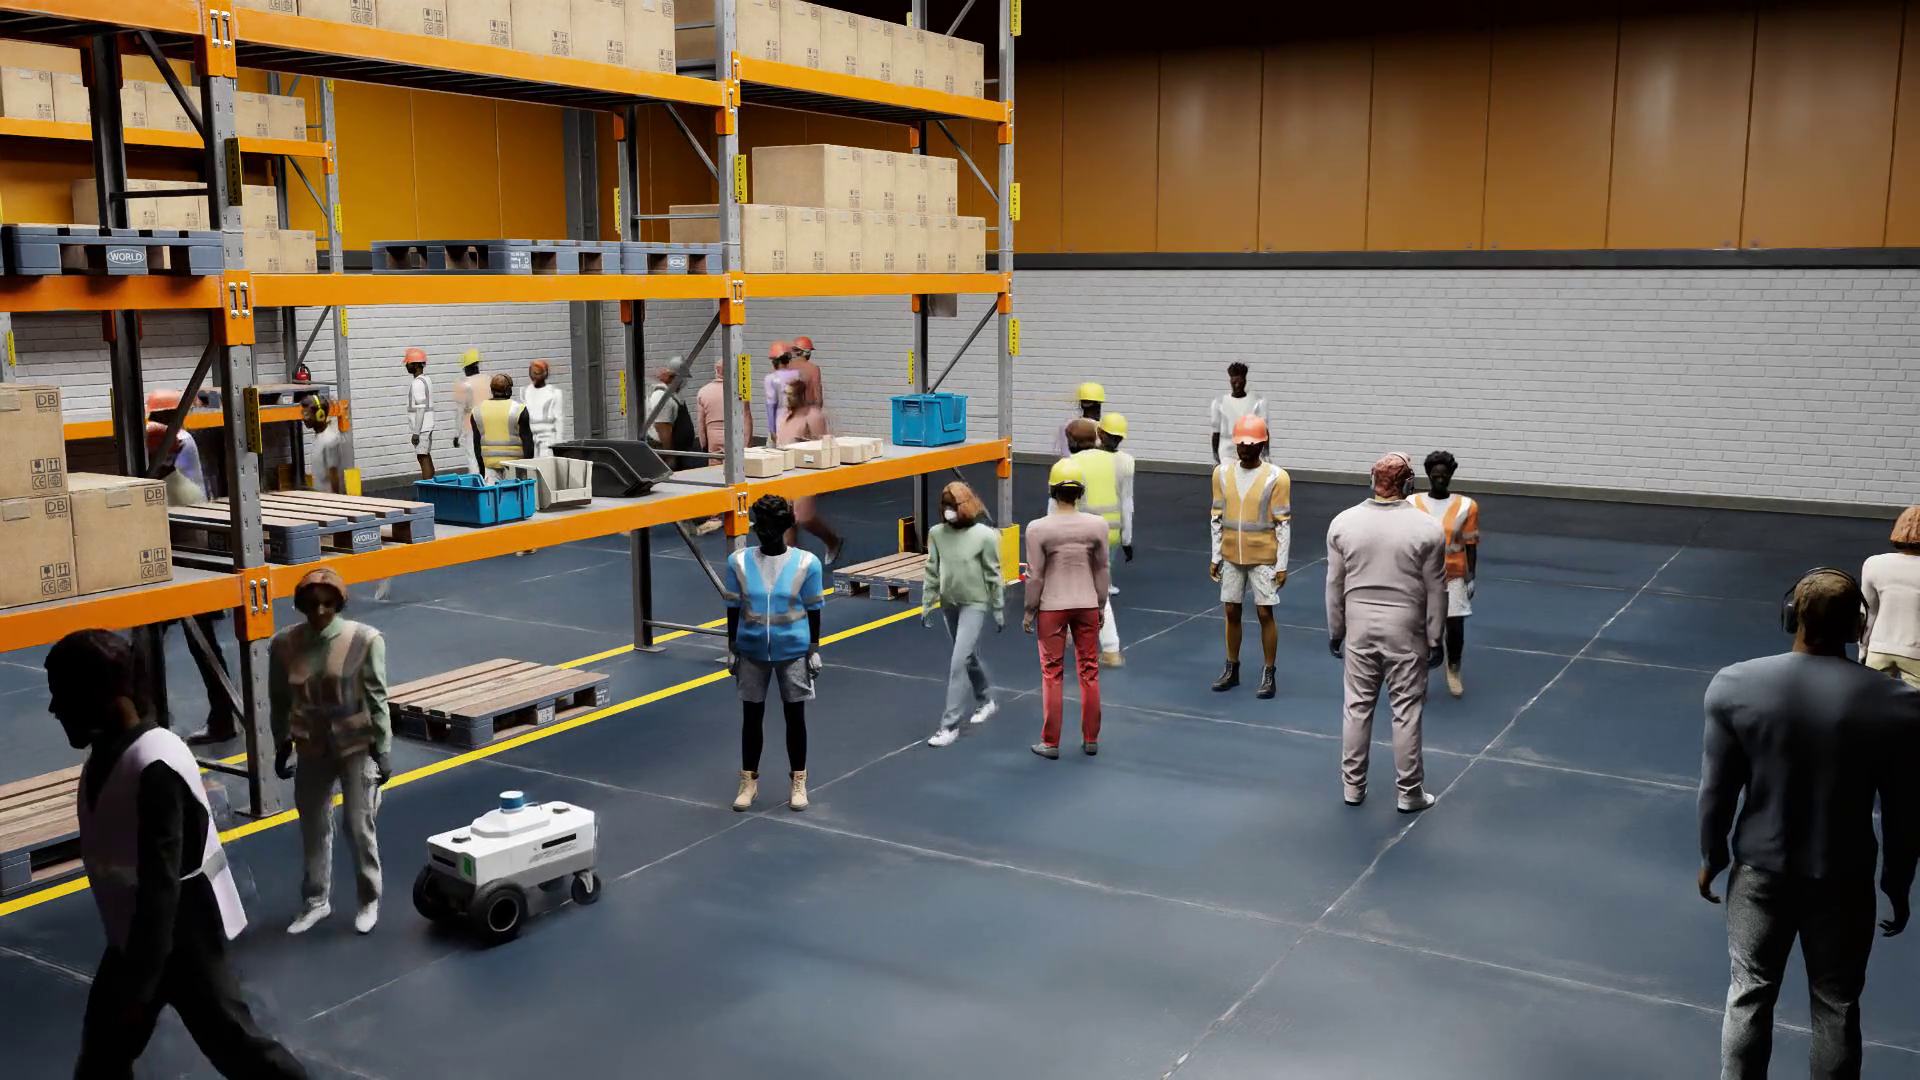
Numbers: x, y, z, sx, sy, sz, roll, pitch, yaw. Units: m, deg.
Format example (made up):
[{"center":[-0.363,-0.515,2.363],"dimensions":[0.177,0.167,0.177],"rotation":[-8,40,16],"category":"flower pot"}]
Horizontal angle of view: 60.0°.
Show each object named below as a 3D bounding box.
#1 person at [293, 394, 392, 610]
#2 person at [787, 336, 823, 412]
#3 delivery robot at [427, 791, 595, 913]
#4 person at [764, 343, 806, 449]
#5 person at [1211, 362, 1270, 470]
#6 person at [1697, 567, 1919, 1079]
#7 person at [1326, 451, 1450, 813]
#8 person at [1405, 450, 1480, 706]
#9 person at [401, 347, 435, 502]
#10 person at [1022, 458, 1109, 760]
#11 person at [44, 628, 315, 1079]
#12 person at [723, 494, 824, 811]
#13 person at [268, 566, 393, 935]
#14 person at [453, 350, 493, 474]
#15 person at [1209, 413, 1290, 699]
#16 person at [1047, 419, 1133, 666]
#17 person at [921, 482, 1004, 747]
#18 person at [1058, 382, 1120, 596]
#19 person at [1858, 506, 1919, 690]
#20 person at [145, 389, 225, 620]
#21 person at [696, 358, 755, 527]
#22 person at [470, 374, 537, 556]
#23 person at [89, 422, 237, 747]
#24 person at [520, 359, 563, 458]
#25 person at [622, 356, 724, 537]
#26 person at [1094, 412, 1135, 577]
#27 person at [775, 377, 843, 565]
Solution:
[{"center":[-5.270,-0.320,14.073],"dimensions":[0.733,1.840,0.519],"rotation":[-5,10,-29],"category":"person"},{"center":[-2.126,-1.753,22.514],"dimensions":[0.616,1.990,0.393],"rotation":[4,10,24],"category":"person"},{"center":[-1.965,1.350,7.325],"dimensions":[0.477,0.478,0.707],"rotation":[8,12,40],"category":"delivery robot"},{"center":[-2.188,-1.452,20.665],"dimensions":[0.630,1.983,1.067],"rotation":[-7,11,-36],"category":"person"},{"center":[2.951,-0.922,17.558],"dimensions":[0.616,1.931,0.973],"rotation":[1,9,3],"category":"person"},{"center":[2.658,1.041,5.240],"dimensions":[0.635,1.938,0.361],"rotation":[5,10,28],"category":"person"},{"center":[2.266,0.485,8.812],"dimensions":[0.640,1.910,0.401],"rotation":[6,11,32],"category":"person"},{"center":[3.120,0.248,10.956],"dimensions":[0.551,1.694,0.401],"rotation":[3,10,19],"category":"person"},{"center":[-6.613,-1.382,20.356],"dimensions":[0.349,1.942,0.545],"rotation":[-1,9,-9],"category":"person"},{"center":[0.618,0.405,9.748],"dimensions":[0.524,1.769,0.314],"rotation":[-3,9,-16],"category":"person"},{"center":[-2.277,1.151,4.820],"dimensions":[0.603,1.860,1.027],"rotation":[7,11,37],"category":"person"},{"center":[-0.984,0.593,8.788],"dimensions":[0.530,1.696,0.322],"rotation":[0,9,3],"category":"person"},{"center":[-2.662,0.907,7.105],"dimensions":[0.573,1.623,0.397],"rotation":[1,9,4],"category":"person"},{"center":[-5.951,-1.391,20.650],"dimensions":[0.439,1.901,0.668],"rotation":[8,12,41],"category":"person"},{"center":[1.928,0.110,11.127],"dimensions":[0.558,1.924,0.429],"rotation":[6,11,34],"category":"person"},{"center":[0.935,0.002,12.233],"dimensions":[0.637,1.780,1.018],"rotation":[-5,11,-31],"category":"person"},{"center":[0.018,0.419,10.243],"dimensions":[0.508,1.581,0.870],"rotation":[6,11,34],"category":"person"},{"center":[1.147,-0.422,14.481],"dimensions":[0.589,1.899,0.725],"rotation":[6,11,34],"category":"person"},{"center":[5.004,0.627,8.812],"dimensions":[0.285,1.625,0.495],"rotation":[-7,11,-37],"category":"person"},{"center":[-6.386,-0.255,13.429],"dimensions":[0.793,1.903,0.557],"rotation":[-6,11,-33],"category":"person"},{"center":[-2.596,-1.077,18.561],"dimensions":[0.640,1.910,0.401],"rotation":[3,10,18],"category":"person"},{"center":[-4.566,-0.749,16.721],"dimensions":[0.627,1.844,0.429],"rotation":[1,9,7],"category":"person"},{"center":[-4.738,0.295,9.816],"dimensions":[0.630,1.955,0.908],"rotation":[6,11,35],"category":"person"},{"center":[-4.800,-1.145,19.110],"dimensions":[0.598,1.865,0.461],"rotation":[4,10,22],"category":"person"},{"center":[-3.140,-1.020,17.790],"dimensions":[1.088,2.000,0.726],"rotation":[1,9,3],"category":"person"},{"center":[1.129,-0.169,13.377],"dimensions":[0.551,1.741,0.439],"rotation":[-2,9,-13],"category":"person"},{"center":[-1.472,-0.608,15.715],"dimensions":[0.641,1.886,0.666],"rotation":[-8,12,-42],"category":"person"}]
